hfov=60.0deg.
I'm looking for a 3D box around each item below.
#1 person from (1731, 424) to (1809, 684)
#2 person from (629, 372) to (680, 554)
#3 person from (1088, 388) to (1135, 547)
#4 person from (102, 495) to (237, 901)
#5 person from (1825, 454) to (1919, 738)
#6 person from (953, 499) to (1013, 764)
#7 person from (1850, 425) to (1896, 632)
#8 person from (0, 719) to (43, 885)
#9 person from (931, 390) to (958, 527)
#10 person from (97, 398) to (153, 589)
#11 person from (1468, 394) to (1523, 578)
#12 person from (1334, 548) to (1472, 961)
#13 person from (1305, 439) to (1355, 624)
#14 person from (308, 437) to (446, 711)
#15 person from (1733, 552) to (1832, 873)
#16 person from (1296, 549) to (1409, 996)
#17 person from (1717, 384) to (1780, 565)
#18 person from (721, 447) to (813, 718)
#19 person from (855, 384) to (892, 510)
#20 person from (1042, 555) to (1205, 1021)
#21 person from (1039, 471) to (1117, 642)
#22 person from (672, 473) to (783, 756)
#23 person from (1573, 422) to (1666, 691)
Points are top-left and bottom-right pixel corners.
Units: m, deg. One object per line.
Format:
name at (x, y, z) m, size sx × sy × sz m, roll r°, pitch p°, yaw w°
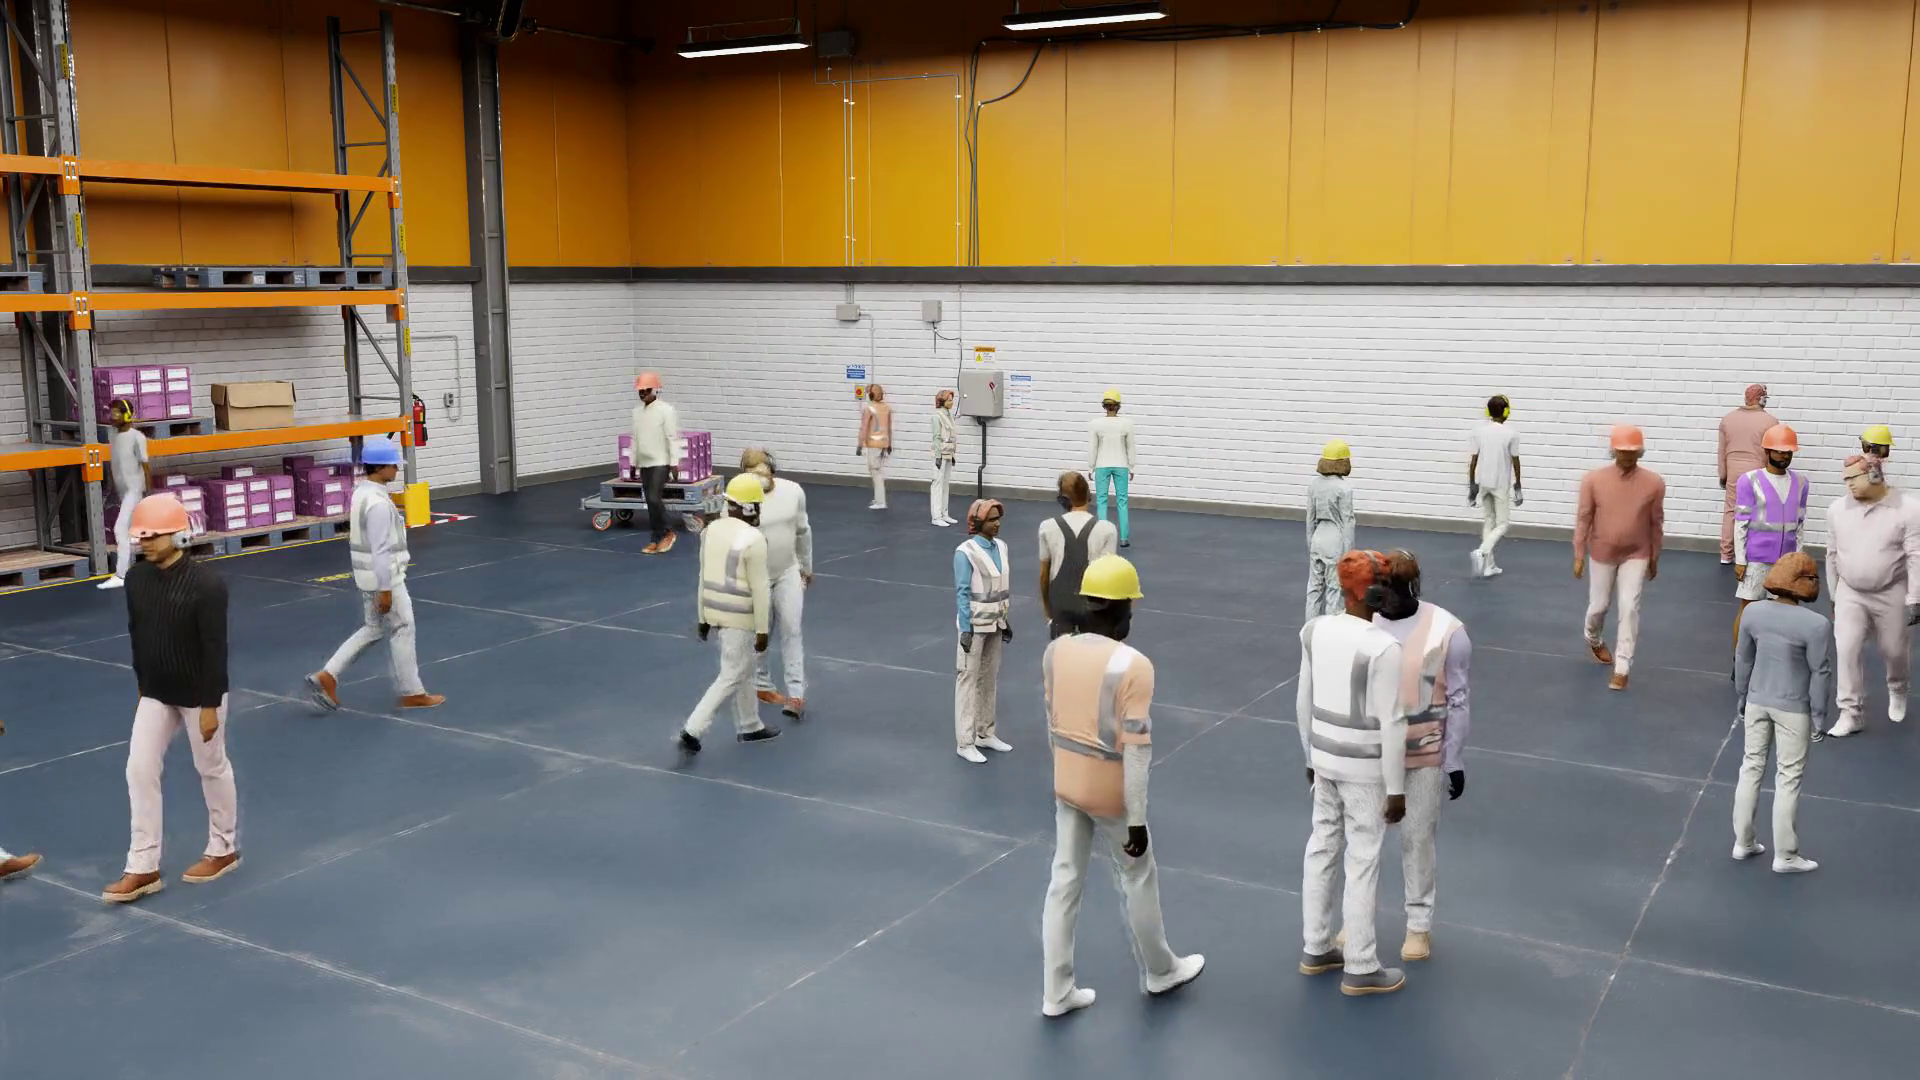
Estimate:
person at (5.951, 0.117, 12.212) m, size 0.544 × 1.939 × 0.354 m, roll -1°, pitch 9°, yaw -7°
person at (-3.324, -0.824, 17.944) m, size 0.654 × 1.979 × 0.440 m, roll 7°, pitch 11°, yaw 36°
person at (1.674, -0.792, 18.431) m, size 0.527 × 1.765 × 0.329 m, roll 0°, pitch 9°, yaw 2°
person at (-3.858, 0.769, 8.034) m, size 0.654 × 1.964 × 0.835 m, roll 3°, pitch 10°, yaw 17°
person at (6.089, 0.347, 11.046) m, size 0.675 × 1.861 × 0.899 m, roll 9°, pitch 13°, yaw 43°
person at (0.144, 0.554, 10.407) m, size 0.310 × 1.642 × 0.514 m, roll 6°, pitch 11°, yaw 34°
person at (7.706, -0.102, 14.145) m, size 0.339 × 1.757 × 0.518 m, roll 2°, pitch 9°, yaw 10°
person at (-4.911, 0.850, 7.836) m, size 0.615 × 1.887 × 1.003 m, roll 7°, pitch 11°, yaw 35°
person at (-0.198, -0.990, 20.043) m, size 0.311 × 1.642 × 0.514 m, roll 3°, pitch 10°, yaw 20°
person at (-8.076, -0.484, 16.283) m, size 0.512 × 1.840 × 0.893 m, roll 6°, pitch 11°, yaw 35°
person at (5.278, -0.520, 16.479) m, size 0.668 × 1.850 × 0.524 m, roll -9°, pitch 12°, yaw -43°
person at (1.910, 0.947, 7.382) m, size 0.656 × 1.838 × 0.431 m, roll 5°, pitch 10°, yaw 29°
person at (2.927, 0.076, 13.070) m, size 0.299 × 1.745 × 0.483 m, roll -5°, pitch 11°, yaw -30°
person at (-4.024, 0.253, 11.391) m, size 0.814 × 1.927 × 0.607 m, roll -6°, pitch 11°, yaw -32°
person at (4.188, 0.866, 8.480) m, size 0.280 × 1.631 × 0.504 m, roll -5°, pitch 10°, yaw -27°
person at (1.664, 0.972, 7.044) m, size 0.337 × 1.882 × 0.583 m, roll -5°, pitch 10°, yaw -29°
person at (8.155, -0.659, 17.162) m, size 0.402 × 1.904 × 0.652 m, roll -6°, pitch 11°, yaw -34°
person at (-1.277, 0.289, 11.340) m, size 0.690 × 1.874 × 0.858 m, roll -4°, pitch 10°, yaw -23°
person at (-1.127, -1.199, 21.428) m, size 0.518 × 1.622 × 0.518 m, roll 5°, pitch 11°, yaw 31°
person at (0.661, 0.998, 6.844) m, size 0.838 × 1.894 × 0.620 m, roll -8°, pitch 12°, yaw -41°
person at (0.749, 0.458, 10.611) m, size 0.503 × 1.783 × 0.970 m, roll 1°, pitch 9°, yaw 8°
person at (-1.471, 0.481, 10.422) m, size 0.818 × 1.793 × 0.624 m, roll -8°, pitch 12°, yaw -41°
person at (4.885, 0.080, 12.367) m, size 0.631 × 1.966 × 0.831 m, roll 3°, pitch 10°, yaw 17°
